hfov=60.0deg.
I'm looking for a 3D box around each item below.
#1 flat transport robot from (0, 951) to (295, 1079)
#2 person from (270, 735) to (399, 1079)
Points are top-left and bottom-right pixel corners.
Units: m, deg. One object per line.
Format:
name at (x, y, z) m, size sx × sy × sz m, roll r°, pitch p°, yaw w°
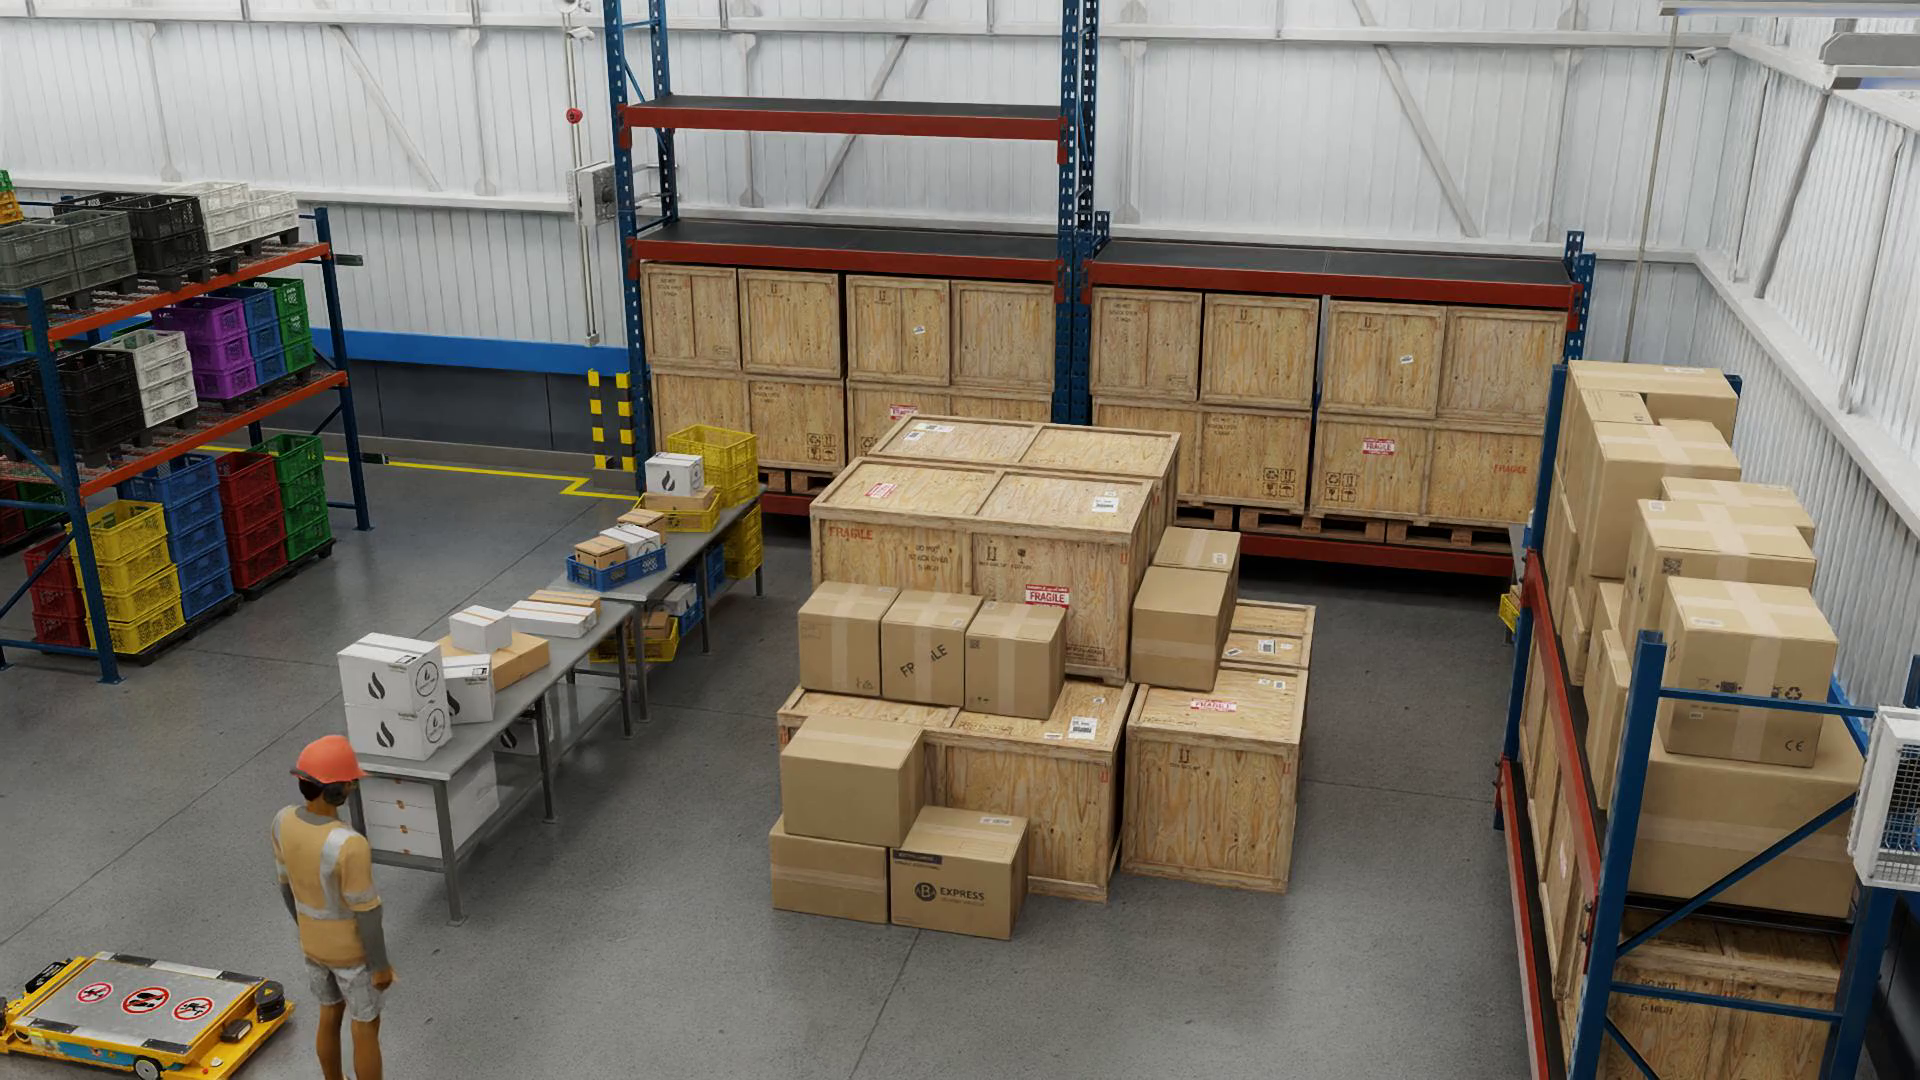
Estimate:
flat transport robot at (-4.270, 2.464, 8.601) m, size 1.431 × 0.231 × 0.659 m, roll 5°, pitch 22°, yaw 13°
person at (-2.859, 1.846, 7.734) m, size 0.607 × 2.044 × 0.392 m, roll 13°, pitch 25°, yaw 31°
